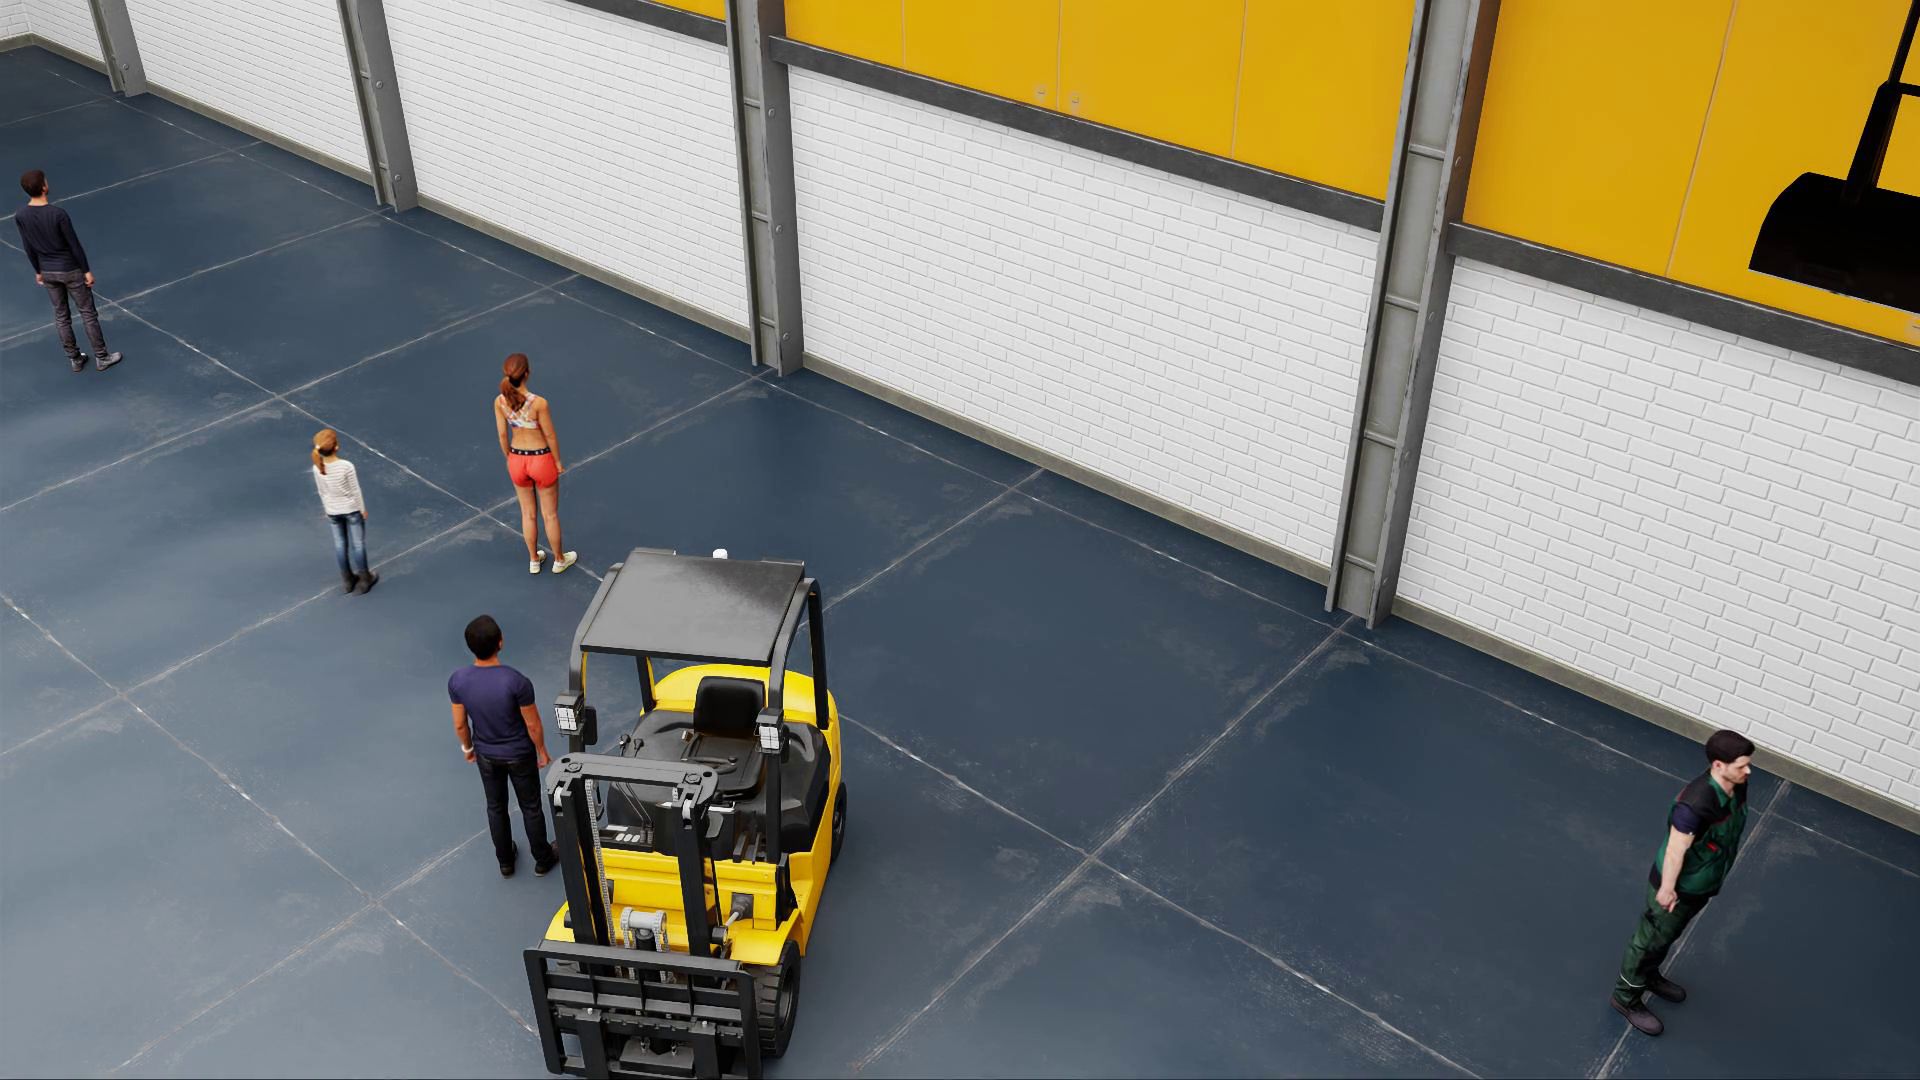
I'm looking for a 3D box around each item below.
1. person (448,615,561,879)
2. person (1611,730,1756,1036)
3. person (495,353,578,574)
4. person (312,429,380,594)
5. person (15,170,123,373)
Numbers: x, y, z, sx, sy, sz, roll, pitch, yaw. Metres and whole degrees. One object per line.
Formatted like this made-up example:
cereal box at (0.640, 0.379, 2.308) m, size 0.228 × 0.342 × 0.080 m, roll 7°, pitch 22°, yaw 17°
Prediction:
person at (-2.617, 1.203, 9.520) m, size 0.684 × 1.790 × 0.774 m, roll 0°, pitch 34°, yaw 0°
person at (3.763, 1.731, 8.628) m, size 0.586 × 1.899 × 0.686 m, roll 29°, pitch 43°, yaw 36°
person at (-3.125, -0.545, 12.149) m, size 0.655 × 1.791 × 0.744 m, roll 4°, pitch 34°, yaw 6°
person at (-4.477, -0.208, 12.073) m, size 0.537 × 1.314 × 0.608 m, roll 4°, pitch 34°, yaw 6°
person at (-8.027, -2.396, 14.864) m, size 0.700 × 1.869 × 0.778 m, roll -1°, pitch 34°, yaw -1°
